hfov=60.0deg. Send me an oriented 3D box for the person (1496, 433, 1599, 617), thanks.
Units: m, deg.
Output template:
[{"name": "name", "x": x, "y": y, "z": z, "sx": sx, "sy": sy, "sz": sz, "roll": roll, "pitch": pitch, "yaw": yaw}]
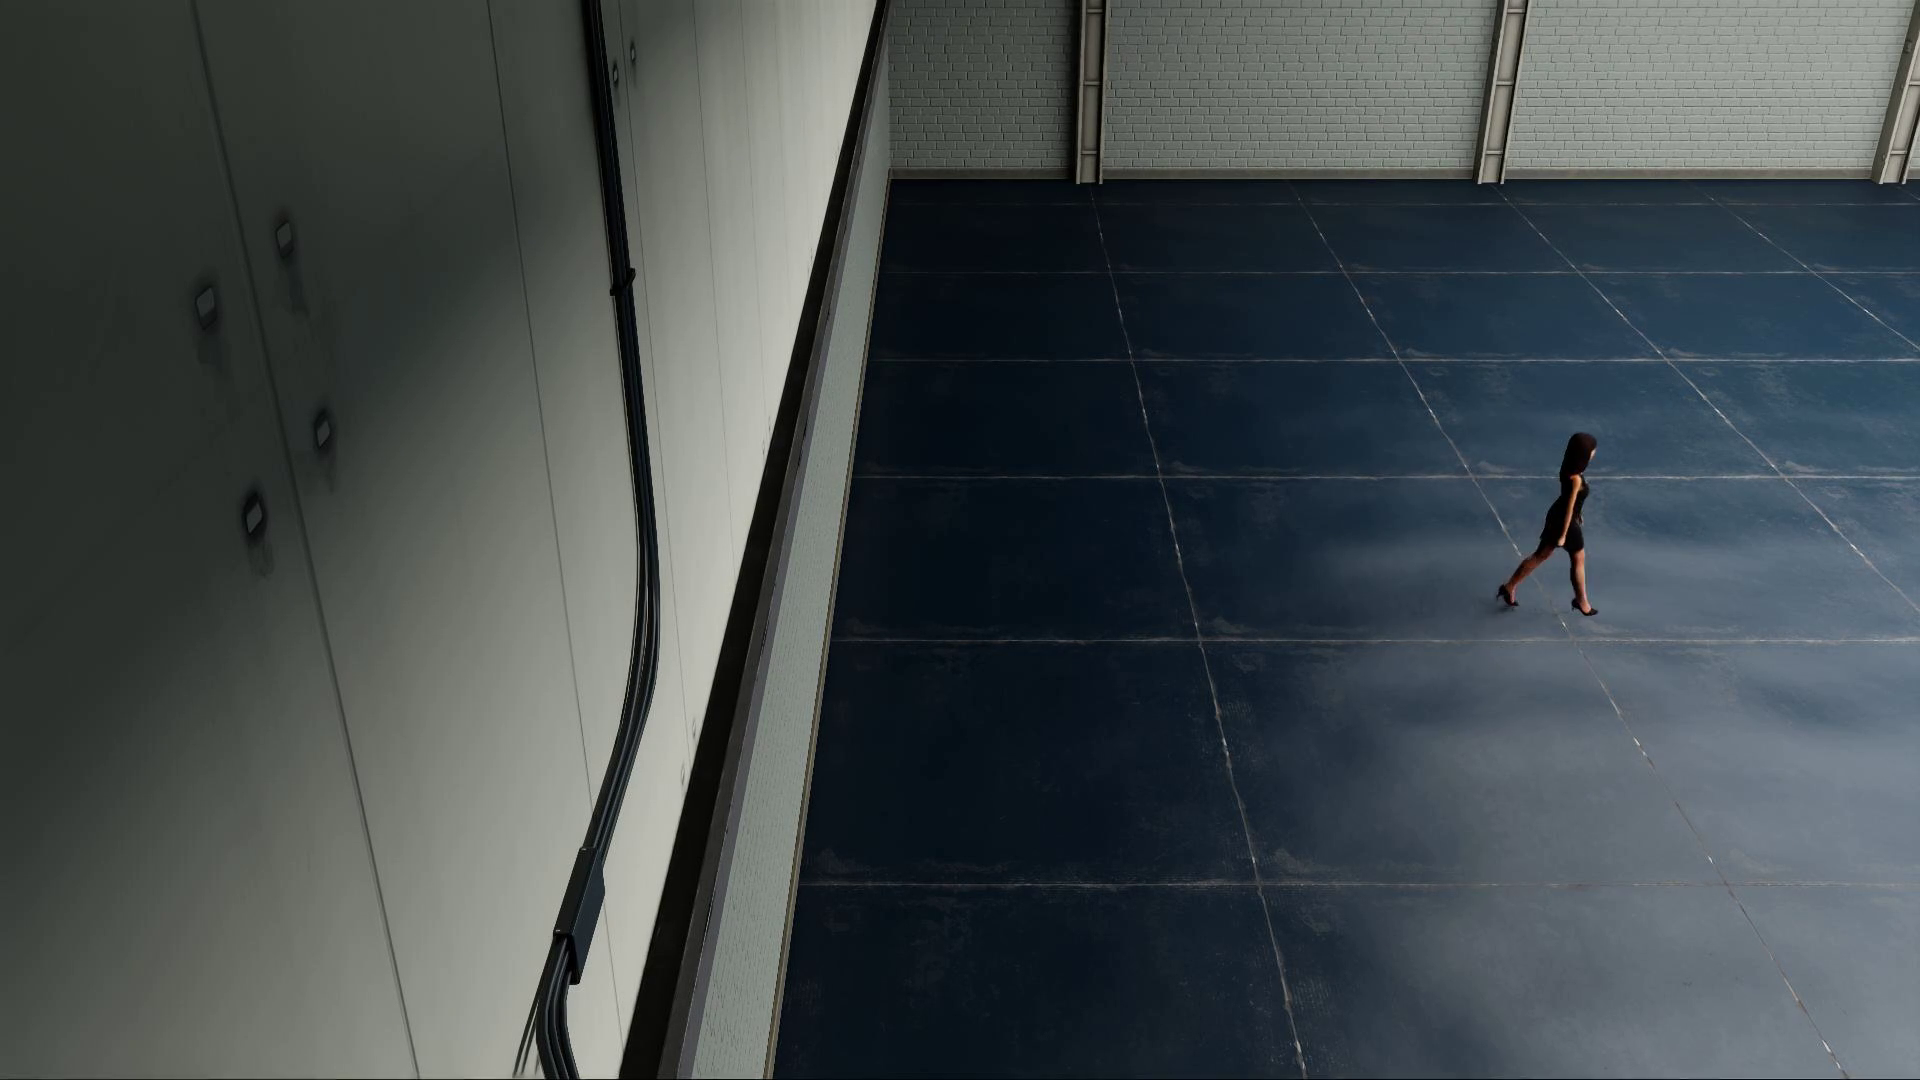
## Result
[{"name": "person", "x": 4.744, "y": -0.110, "z": 13.341, "sx": 1.041, "sy": 1.607, "sz": 0.596, "roll": 2, "pitch": 28, "yaw": 3}]
